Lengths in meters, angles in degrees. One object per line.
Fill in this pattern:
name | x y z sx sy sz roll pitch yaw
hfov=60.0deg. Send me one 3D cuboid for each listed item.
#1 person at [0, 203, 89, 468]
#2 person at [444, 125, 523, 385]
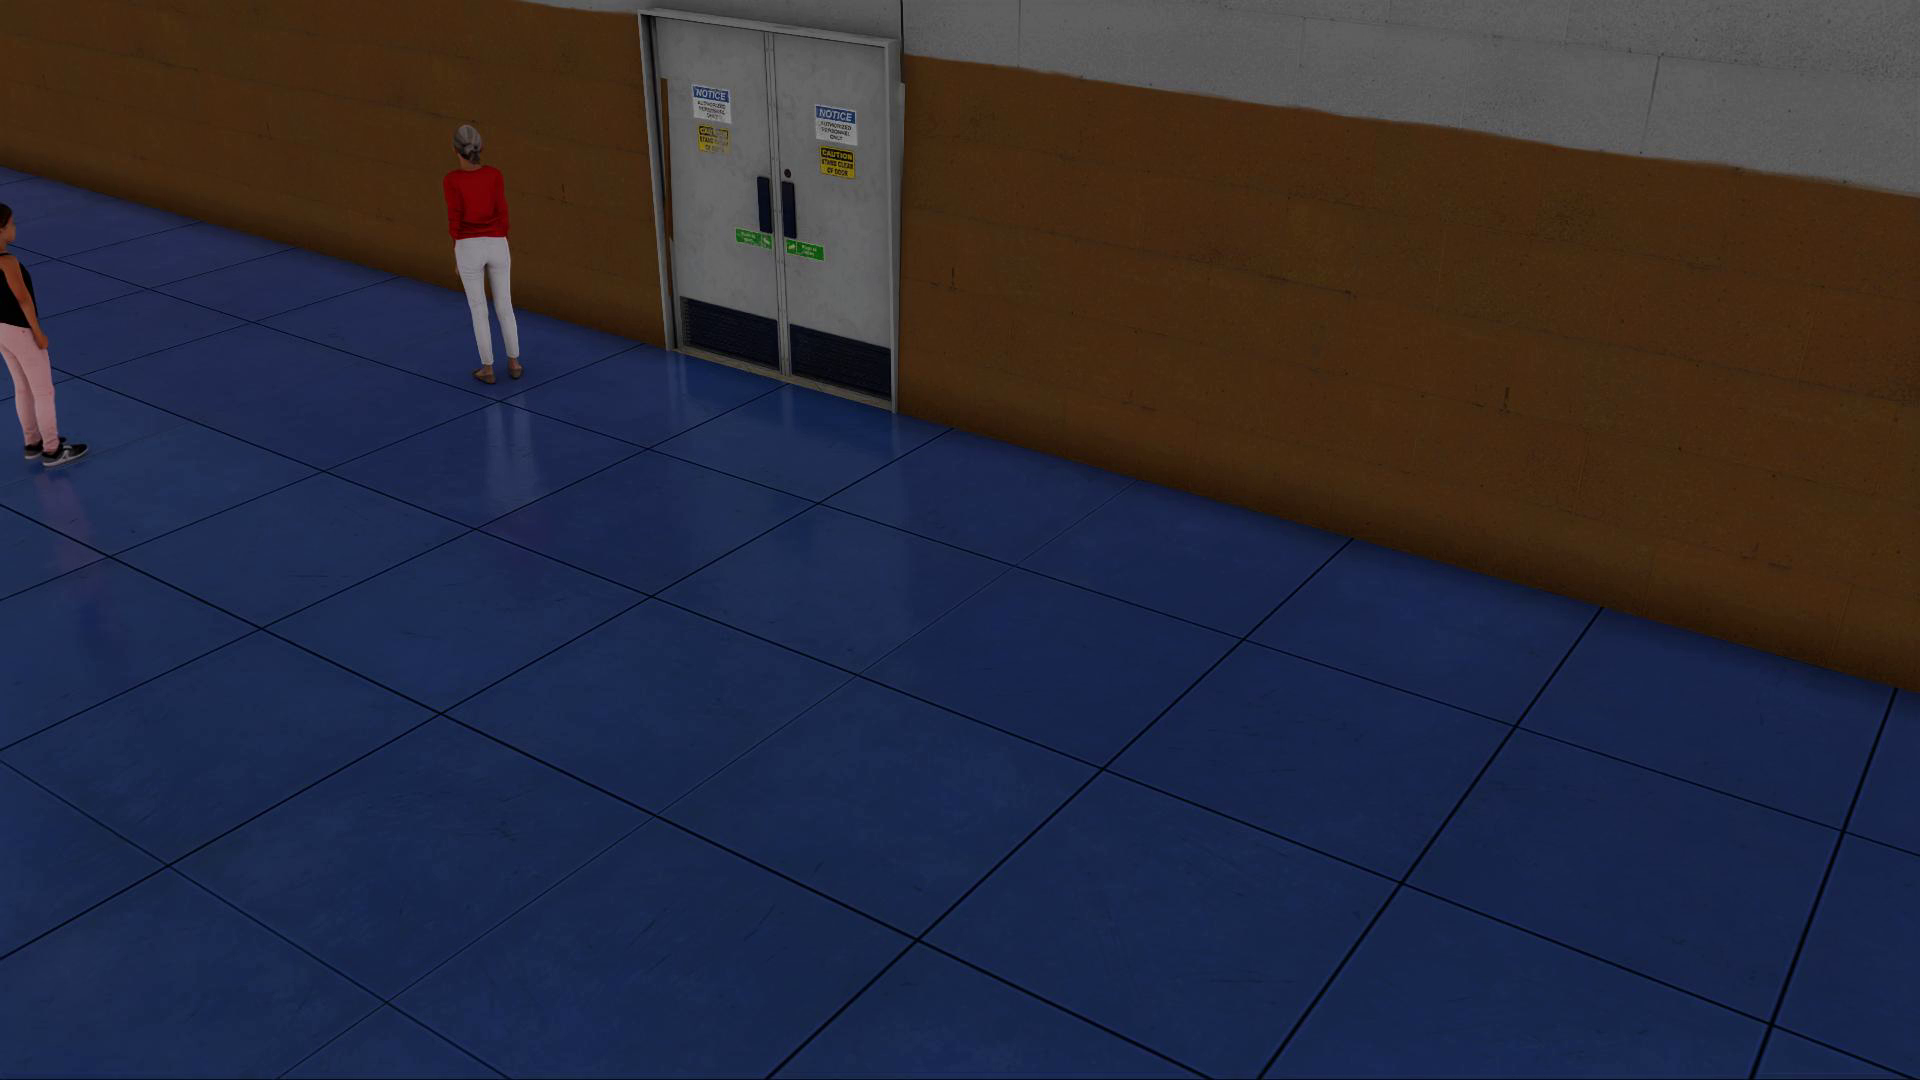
person | -5.446 -1.183 9.615 0.532 1.562 0.530 15 31 27
person | -3.088 -1.845 10.773 0.597 1.694 0.690 -15 31 -27
